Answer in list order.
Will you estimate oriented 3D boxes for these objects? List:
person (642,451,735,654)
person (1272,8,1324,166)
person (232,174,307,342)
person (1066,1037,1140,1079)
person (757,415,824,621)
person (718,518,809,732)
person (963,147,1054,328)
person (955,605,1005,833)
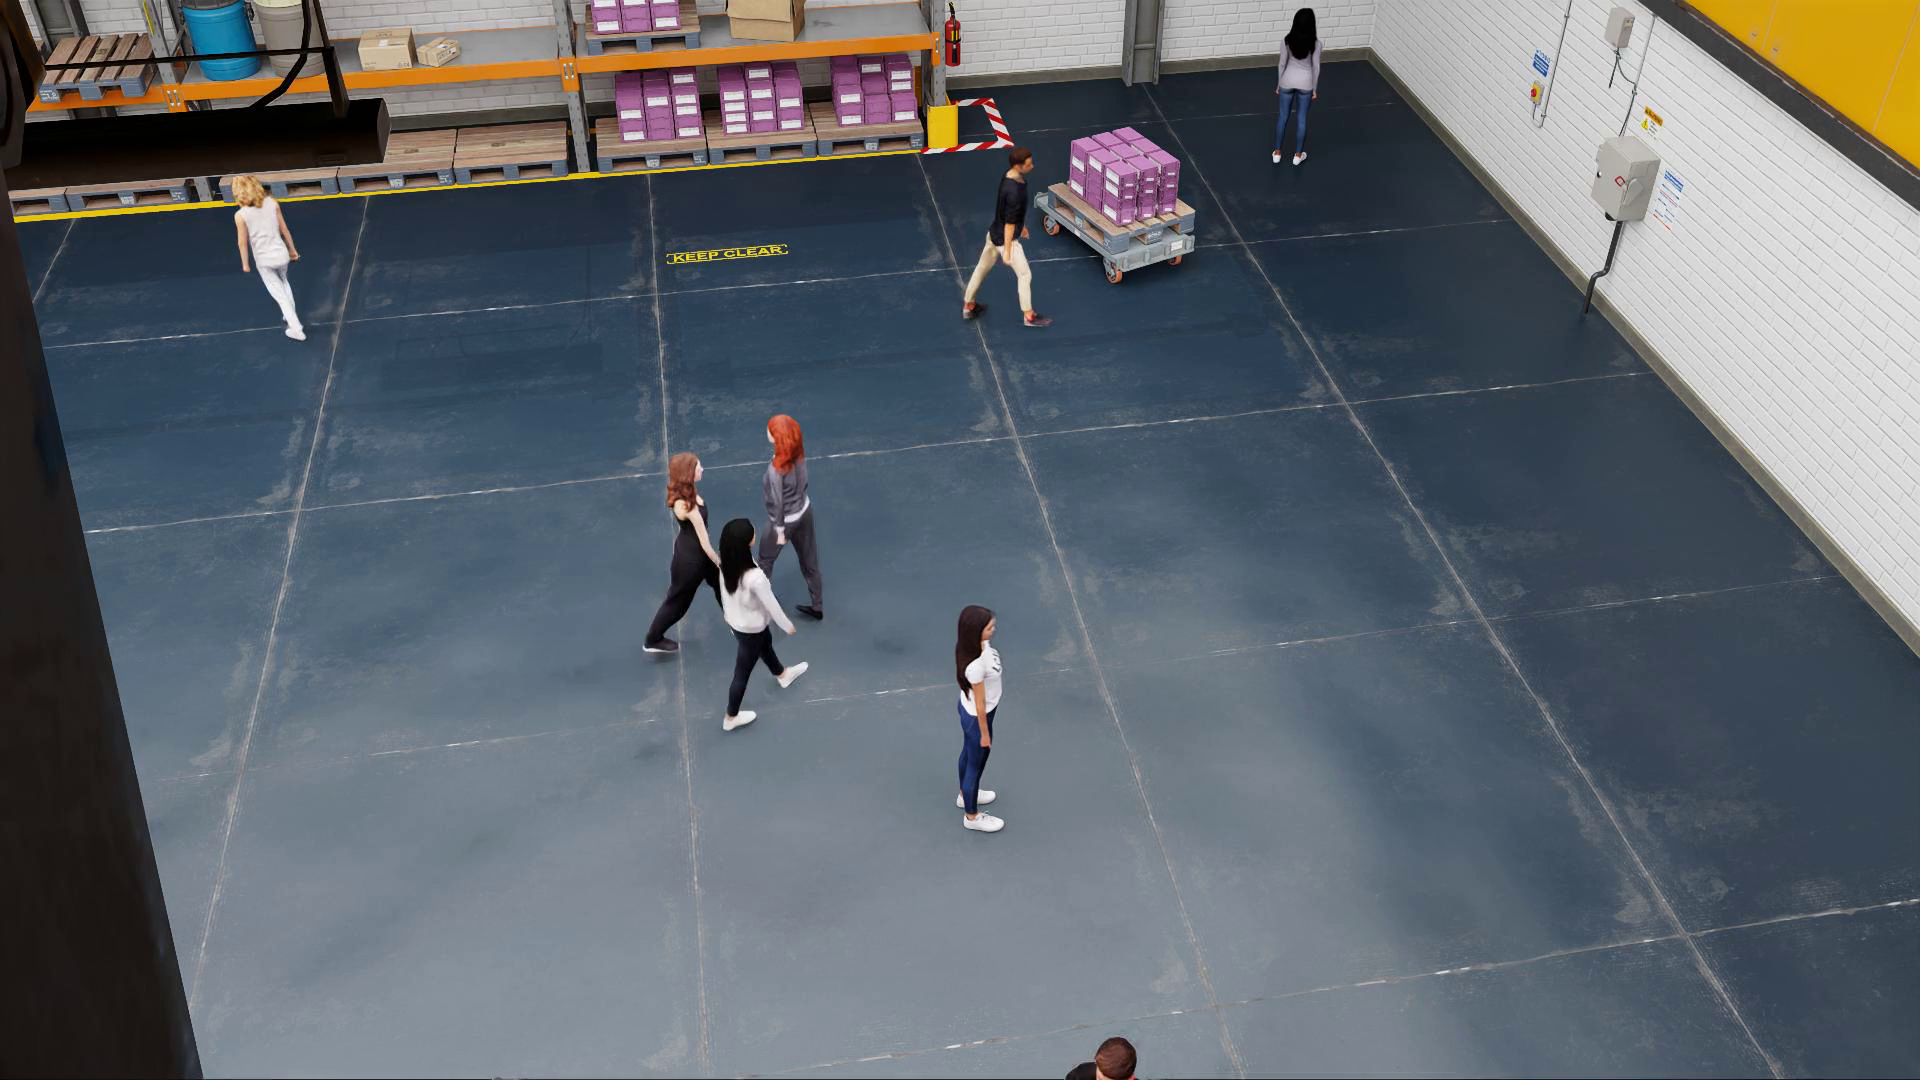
[{"bbox_3d":[-1.987,0.156,11.756,1.147,1.698,0.618,-9,40,-11],"label":"person"},{"bbox_3d":[3.662,-4.934,18.099,0.619,1.736,0.743,11,40,13],"label":"person"},{"bbox_3d":[-6.252,-2.559,15.193,0.863,1.652,0.805,26,45,29],"label":"person"},{"bbox_3d":[0.773,2.959,8.125,0.944,1.849,0.972,17,42,20],"label":"person"},{"bbox_3d":[-1.157,-0.117,12.062,1.057,1.743,0.935,18,42,21],"label":"person"},{"bbox_3d":[-1.506,0.606,11.220,1.114,1.663,0.921,-24,44,-27],"label":"person"},{"bbox_3d":[0.341,-2.768,15.347,1.030,1.786,0.685,-9,40,-11],"label":"person"},{"bbox_3d":[0.094,1.114,10.493,0.532,1.776,0.598,-3,39,-4],"label":"person"}]
